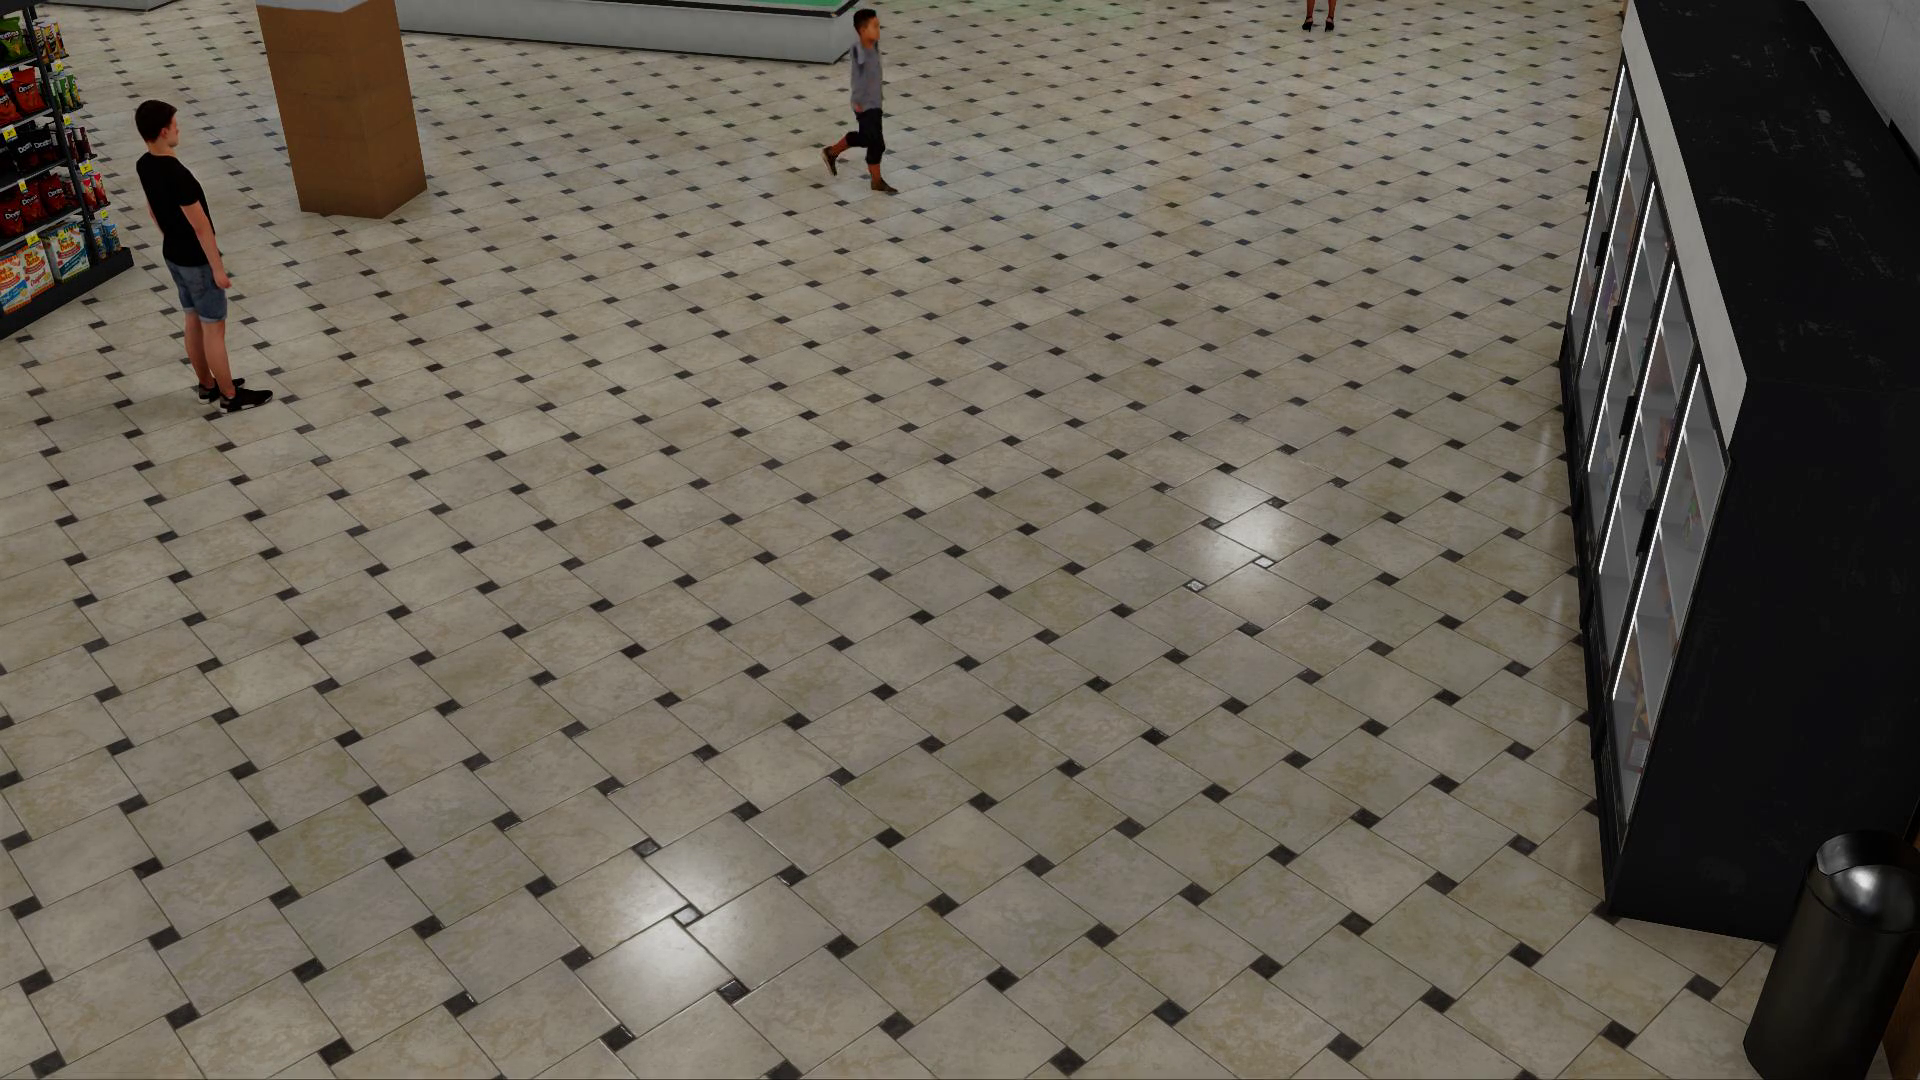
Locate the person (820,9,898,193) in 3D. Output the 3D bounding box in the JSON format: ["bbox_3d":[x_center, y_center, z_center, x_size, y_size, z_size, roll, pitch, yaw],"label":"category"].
[{"bbox_3d":[-0.785,-3.465,12.964,0.958,1.440,0.641,12,34,19],"label":"person"}]

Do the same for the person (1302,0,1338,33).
[{"bbox_3d":[3.702,-6.054,16.803,0.492,1.781,0.669,4,32,7],"label":"person"}]

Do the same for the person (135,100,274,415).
[{"bbox_3d":[-4.458,-1.628,9.628,0.645,1.847,0.795,23,39,32],"label":"person"}]
